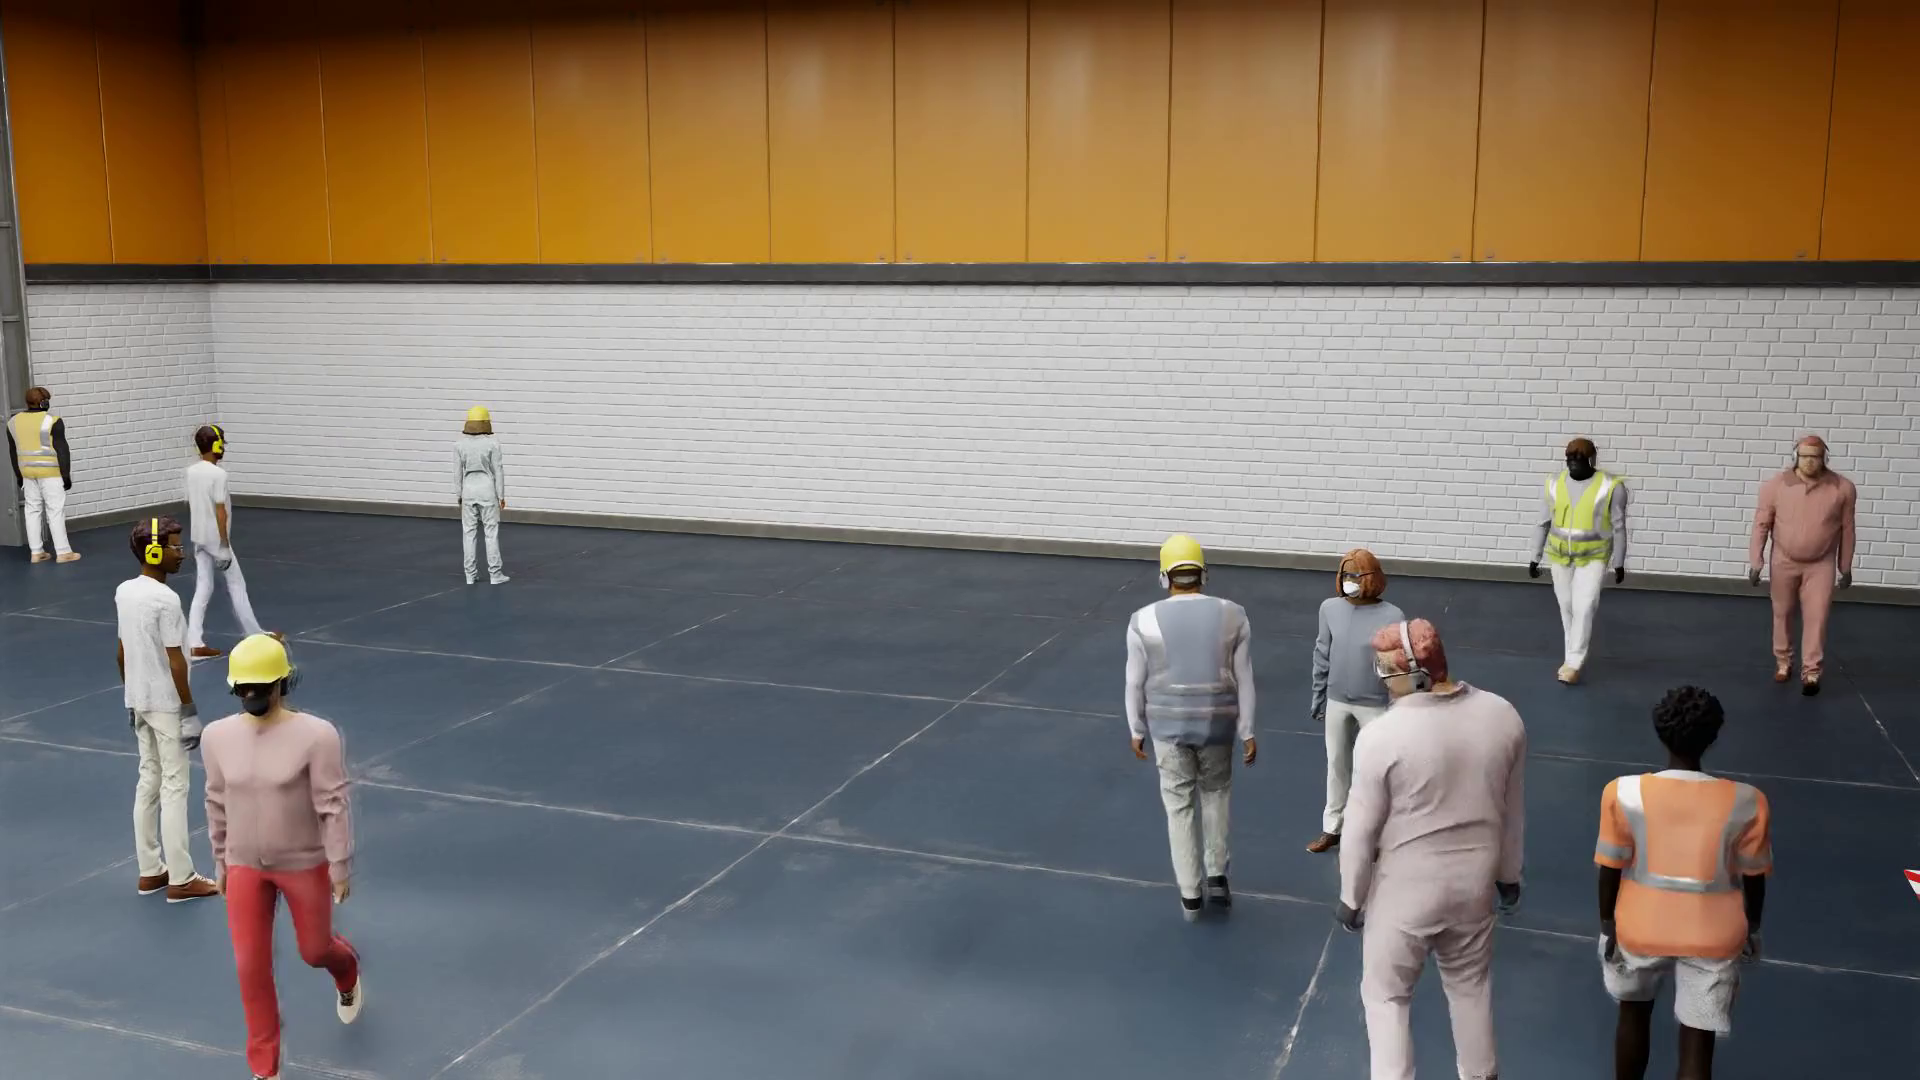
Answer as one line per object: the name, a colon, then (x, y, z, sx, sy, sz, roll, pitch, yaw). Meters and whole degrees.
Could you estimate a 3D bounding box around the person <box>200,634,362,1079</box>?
person: (-2.520, 1.173, 6.237, 0.530, 1.741, 0.742, 0, 9, -1)

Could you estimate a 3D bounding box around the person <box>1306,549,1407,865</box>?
person: (2.041, 0.850, 8.557, 0.507, 1.631, 0.265, 8, 12, 39)

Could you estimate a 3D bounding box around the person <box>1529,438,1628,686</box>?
person: (4.508, 0.161, 12.280, 0.666, 1.808, 0.854, 8, 12, 42)

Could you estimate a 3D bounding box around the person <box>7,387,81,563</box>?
person: (-9.572, -0.676, 17.380, 0.624, 1.845, 0.430, 1, 9, 8)

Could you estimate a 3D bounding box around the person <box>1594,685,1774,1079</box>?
person: (2.423, 1.308, 5.609, 0.548, 1.670, 0.717, 4, 10, 24)

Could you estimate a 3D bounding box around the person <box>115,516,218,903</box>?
person: (-3.858, 0.816, 8.060, 0.521, 1.864, 0.335, 7, 11, 35)

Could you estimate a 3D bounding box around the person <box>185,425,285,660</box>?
person: (-5.835, 0.009, 13.152, 0.555, 1.831, 0.802, 5, 11, 30)

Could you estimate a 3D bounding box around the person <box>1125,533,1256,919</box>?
person: (1.083, 0.871, 7.888, 0.608, 1.802, 0.519, 0, 9, 2)

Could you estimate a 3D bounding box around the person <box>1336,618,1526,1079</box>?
person: (1.651, 1.190, 5.721, 0.710, 1.878, 0.476, -2, 9, -15)

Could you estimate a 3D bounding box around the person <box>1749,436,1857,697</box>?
person: (6.066, 0.182, 12.005, 0.683, 1.854, 0.992, 5, 10, 27)

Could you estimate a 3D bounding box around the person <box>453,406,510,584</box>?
person: (-4.667, -0.436, 16.202, 0.490, 1.741, 0.323, 1, 9, 6)
